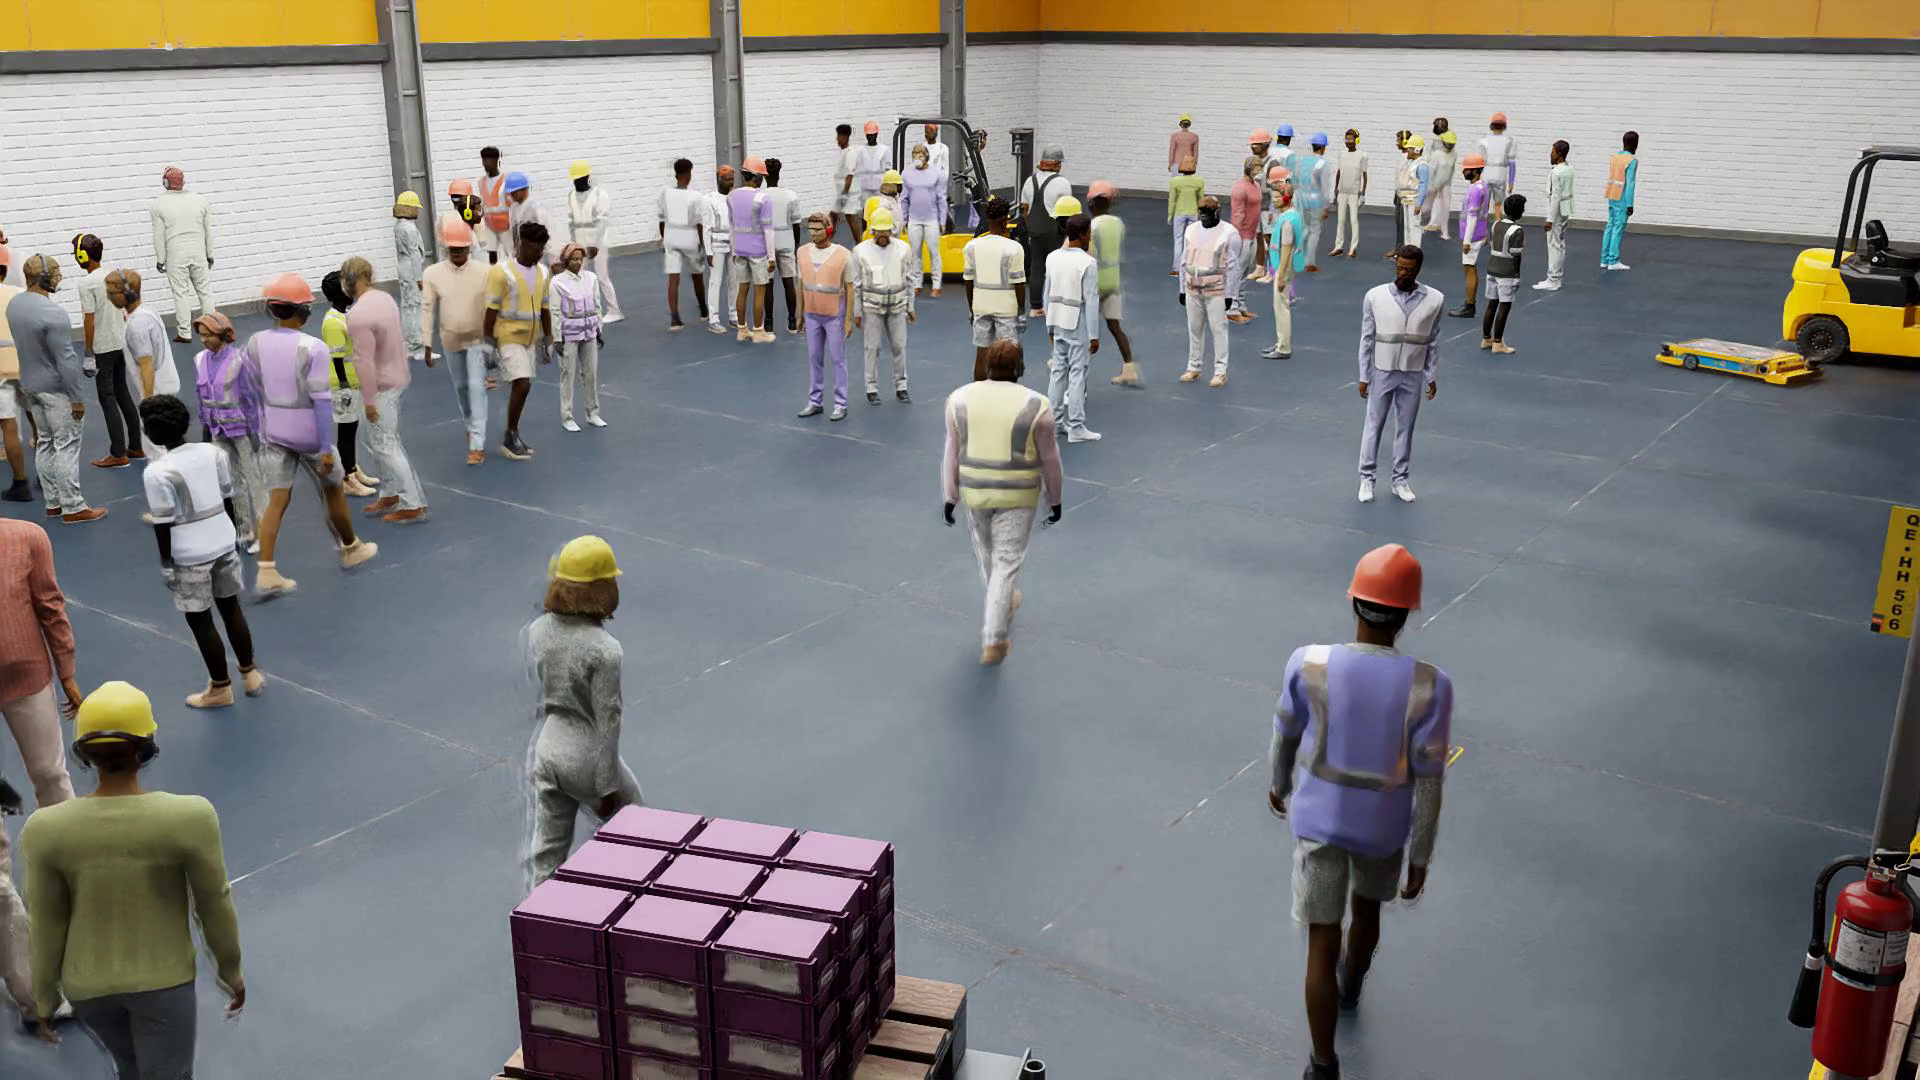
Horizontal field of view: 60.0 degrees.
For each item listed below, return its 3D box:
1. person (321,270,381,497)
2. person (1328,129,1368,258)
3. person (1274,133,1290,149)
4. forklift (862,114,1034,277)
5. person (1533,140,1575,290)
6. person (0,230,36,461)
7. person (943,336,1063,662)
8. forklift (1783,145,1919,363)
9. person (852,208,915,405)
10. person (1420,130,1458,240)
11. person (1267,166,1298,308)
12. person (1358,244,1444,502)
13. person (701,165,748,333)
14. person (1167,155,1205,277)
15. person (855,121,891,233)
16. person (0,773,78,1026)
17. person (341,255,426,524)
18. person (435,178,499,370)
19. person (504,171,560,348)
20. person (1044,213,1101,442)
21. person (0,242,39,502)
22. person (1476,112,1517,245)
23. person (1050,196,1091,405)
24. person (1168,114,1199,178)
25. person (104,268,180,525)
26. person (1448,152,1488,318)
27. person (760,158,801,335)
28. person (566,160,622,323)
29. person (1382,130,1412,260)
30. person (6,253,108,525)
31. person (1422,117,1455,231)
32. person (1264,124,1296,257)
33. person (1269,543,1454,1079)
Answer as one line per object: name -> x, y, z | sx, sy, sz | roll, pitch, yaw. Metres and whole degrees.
person -> -4.596, -1.175, 12.487 | 0.319, 1.697, 0.533 | -3, 18, -11
person -> 5.726, -5.093, 24.465 | 0.521, 1.870, 0.319 | 15, 23, 40
person -> 5.068, -5.589, 26.204 | 0.337, 1.760, 0.527 | 0, 18, 0
forklift -> -0.171, -4.594, 22.377 | 2.313, 2.155, 1.214 | 1, 18, 3
person -> 7.788, -4.228, 21.684 | 0.398, 1.917, 0.589 | 12, 21, 33
person -> -7.786, -1.668, 13.474 | 0.536, 2.000, 0.688 | 7, 19, 20
person -> 0.290, -0.273, 9.487 | 0.660, 1.803, 0.900 | 7, 19, 22
forklift -> 9.803, -2.879, 17.013 | 2.313, 2.155, 1.214 | 12, 21, 33
person -> -0.707, -2.155, 15.361 | 0.602, 1.817, 0.403 | -5, 19, -16
person -> 7.621, -5.696, 26.596 | 0.531, 1.716, 0.840 | -7, 19, -20
person -> 3.921, -3.676, 20.272 | 0.446, 1.712, 0.587 | 4, 18, 13
person -> 3.244, -1.234, 12.318 | 0.590, 1.917, 0.396 | 0, 18, 0
person -> -2.652, -3.287, 18.816 | 0.574, 1.877, 0.349 | -15, 23, -38
person -> 3.084, -4.424, 22.754 | 0.503, 1.633, 0.280 | -2, 18, -7
person -> -1.321, -5.349, 25.154 | 0.552, 1.936, 0.360 | 1, 18, 2
person -> -3.477, 0.986, 5.869 | 0.738, 1.609, 0.518 | -8, 19, -24
person -> -4.105, -1.075, 11.880 | 0.563, 1.891, 0.665 | 0, 18, 1
person -> -4.978, -2.674, 16.810 | 0.550, 1.925, 0.390 | 5, 18, 16
person -> -4.642, -2.962, 17.731 | 0.859, 1.903, 0.619 | -16, 24, -41
person -> 0.938, -1.787, 14.046 | 0.371, 1.916, 0.597 | -14, 22, -36
person -> -7.099, -1.255, 12.417 | 0.542, 1.903, 0.612 | -15, 23, -38
person -> 8.276, -5.603, 25.816 | 0.614, 2.015, 0.481 | 5, 18, 14
person -> 1.011, -2.200, 15.341 | 0.400, 1.918, 0.589 | 3, 18, 9
person -> 3.994, -6.725, 29.763 | 0.531, 1.754, 0.342 | -2, 18, -6
person -> -5.736, -1.026, 11.810 | 0.367, 1.833, 0.595 | -6, 19, -19
person -> 6.039, -3.610, 19.731 | 0.387, 1.929, 0.545 | 7, 19, 20
person -> -2.076, -3.281, 18.641 | 0.609, 1.965, 0.369 | -5, 18, -16
person -> -4.313, -3.436, 19.264 | 0.606, 1.895, 0.495 | 7, 19, 20
person -> 6.440, -5.019, 24.242 | 0.327, 1.865, 0.517 | -1, 18, -3
person -> -6.390, -1.052, 11.742 | 0.636, 1.928, 0.386 | 11, 21, 31
person -> 7.911, -6.045, 27.507 | 0.429, 1.837, 0.624 | 12, 21, 32
person -> 4.689, -5.090, 24.349 | 0.415, 1.939, 0.604 | -9, 20, -27
person -> 1.335, 0.919, 5.647 | 0.563, 1.874, 1.020 | 3, 18, 11
